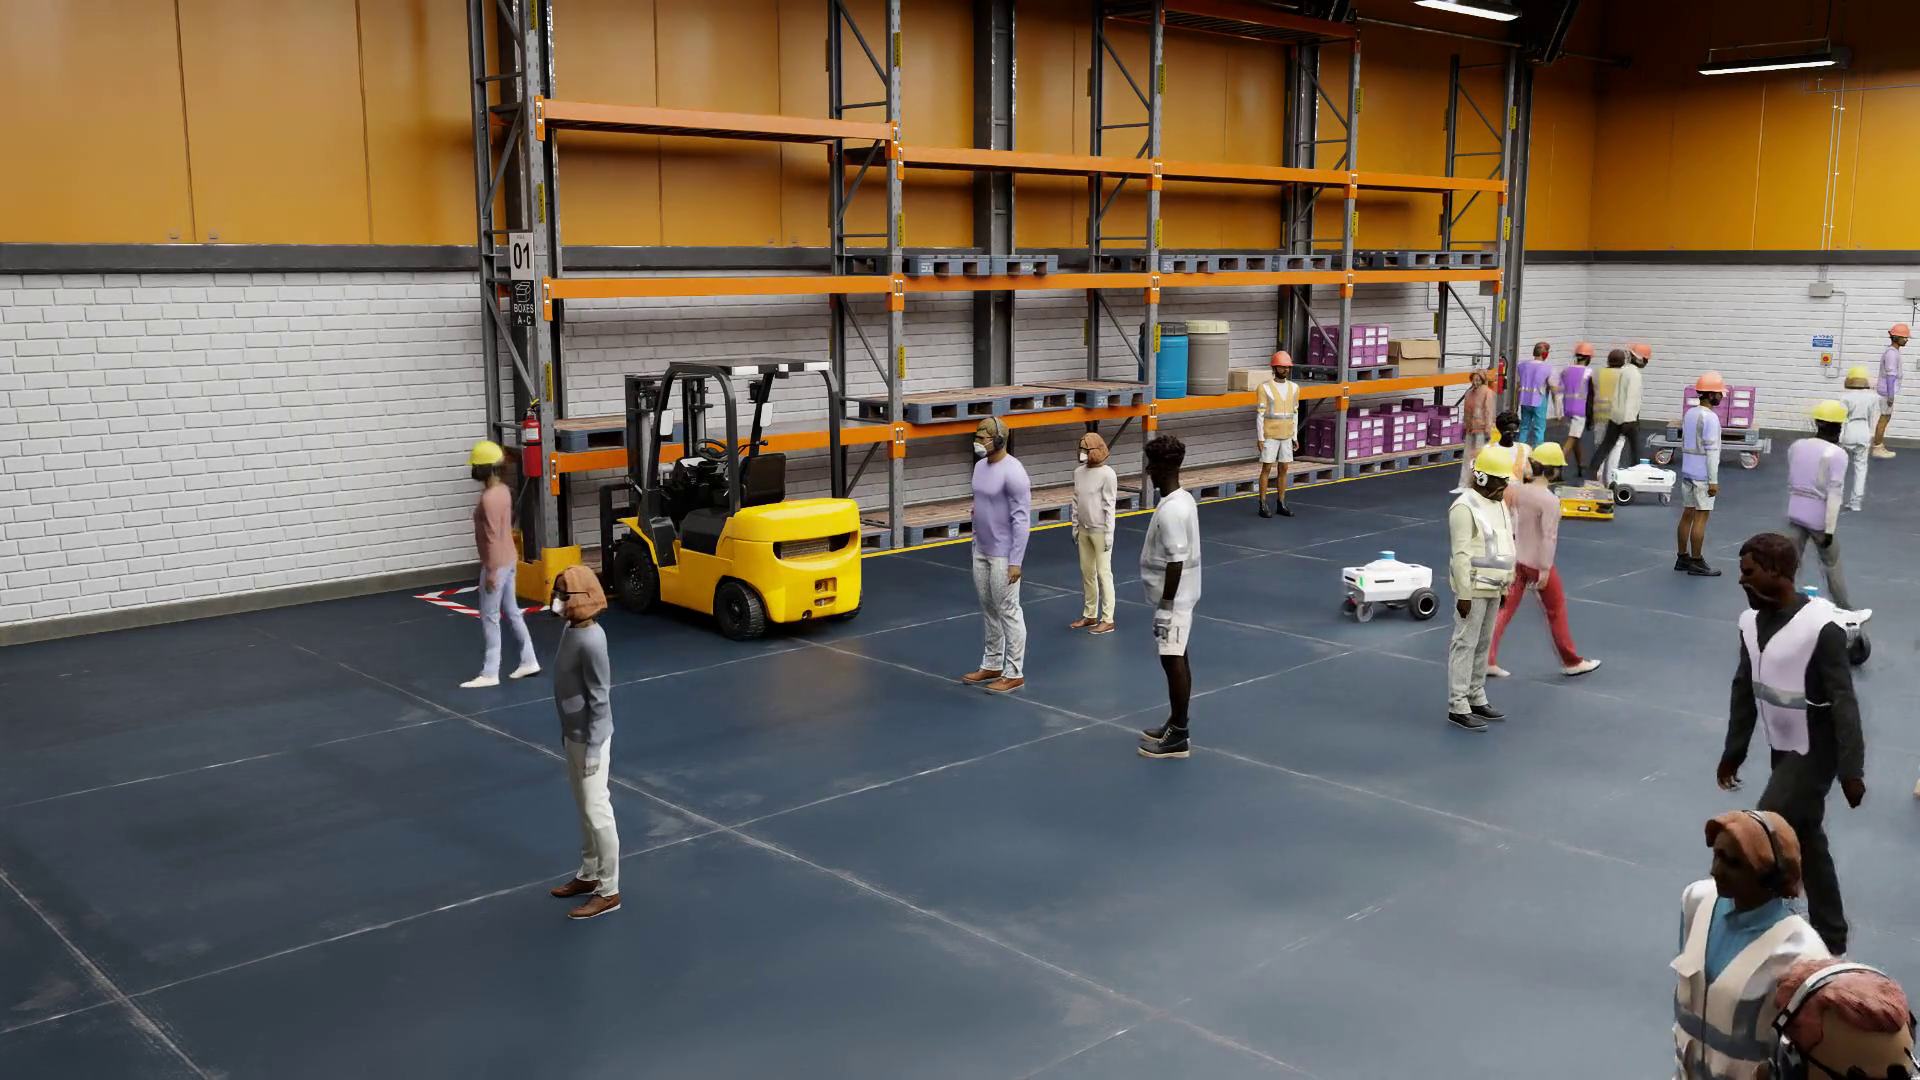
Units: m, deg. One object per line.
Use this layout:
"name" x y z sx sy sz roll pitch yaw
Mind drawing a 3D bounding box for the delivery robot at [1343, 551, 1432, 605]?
"delivery robot" 3.587 0.338 13.971 0.707 0.478 0.477 -3 10 -16

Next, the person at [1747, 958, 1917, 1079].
"person" 1.456 1.613 2.836 0.683 1.904 0.402 -2 10 -10

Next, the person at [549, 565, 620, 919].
"person" -1.748 0.918 7.687 0.278 1.636 0.506 -5 11 -27

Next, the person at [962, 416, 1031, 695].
"person" 0.260 0.101 11.584 0.355 1.938 0.634 -5 11 -28

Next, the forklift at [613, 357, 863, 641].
"forklift" -1.847 -0.414 13.852 1.214 2.155 2.313 -9 13 -42

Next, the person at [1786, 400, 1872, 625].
"person" 6.966 -0.187 13.431 0.912 1.882 0.595 -4 10 -21

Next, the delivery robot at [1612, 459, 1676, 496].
"delivery robot" 8.350 -0.746 20.316 0.707 0.478 0.477 3 10 15

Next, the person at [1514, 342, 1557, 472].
"person" 8.101 -1.870 23.436 0.437 1.832 0.604 -9 13 -41

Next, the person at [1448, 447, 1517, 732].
"person" 3.371 0.305 10.730 0.403 1.823 0.588 8 13 41

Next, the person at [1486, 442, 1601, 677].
"person" 4.157 0.153 11.928 0.912 1.719 0.526 -3 10 -16

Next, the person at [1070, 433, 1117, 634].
"person" 1.079 -0.059 13.442 0.280 1.624 0.494 -7 12 -36

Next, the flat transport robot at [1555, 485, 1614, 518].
"flat transport robot" 7.400 -0.459 19.741 0.652 0.197 1.431 4 10 20

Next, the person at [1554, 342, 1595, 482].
"person" 8.335 -1.729 22.487 1.031 1.886 0.537 -6 11 -29

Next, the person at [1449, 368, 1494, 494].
"person" 6.584 -1.371 21.103 0.491 1.626 0.558 -3 10 -17

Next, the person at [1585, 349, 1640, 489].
"person" 8.577 -1.591 21.830 0.650 1.827 0.557 7 12 36

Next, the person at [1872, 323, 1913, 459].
"person" 14.013 -2.233 24.999 0.426 2.033 0.610 5 11 28

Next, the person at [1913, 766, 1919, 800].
"person" 5.553 0.476 9.085 0.381 2.041 0.616 -3 10 -15

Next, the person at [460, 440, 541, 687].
"person" -3.282 0.172 11.761 0.426 1.781 0.528 0 10 -3

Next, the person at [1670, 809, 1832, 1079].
"person" 1.959 1.491 4.357 0.659 1.613 0.550 -3 10 -17

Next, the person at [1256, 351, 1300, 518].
"person" 3.703 -1.226 19.350 0.545 1.942 0.351 -3 10 -19

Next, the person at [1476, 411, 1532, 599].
"person" 4.804 -0.304 14.697 0.544 1.683 0.359 -2 10 -12

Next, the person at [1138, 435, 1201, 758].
"person" 1.275 0.342 10.098 0.369 1.963 0.609 2 10 13

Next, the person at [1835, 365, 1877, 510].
"person" 10.716 -1.237 20.037 0.492 1.726 0.634 0 10 0

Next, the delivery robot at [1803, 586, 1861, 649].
"delivery robot" 6.366 0.592 12.480 0.477 0.478 0.707 -3 10 -19

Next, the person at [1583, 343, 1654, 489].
"person" 8.610 -1.574 21.453 1.062 1.923 0.690 0 10 2

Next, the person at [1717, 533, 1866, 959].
"person" 3.484 0.911 7.051 0.700 1.868 0.656 0 10 2

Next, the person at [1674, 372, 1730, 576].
"person" 7.083 -0.628 15.857 0.360 1.938 0.546 -1 10 -3
